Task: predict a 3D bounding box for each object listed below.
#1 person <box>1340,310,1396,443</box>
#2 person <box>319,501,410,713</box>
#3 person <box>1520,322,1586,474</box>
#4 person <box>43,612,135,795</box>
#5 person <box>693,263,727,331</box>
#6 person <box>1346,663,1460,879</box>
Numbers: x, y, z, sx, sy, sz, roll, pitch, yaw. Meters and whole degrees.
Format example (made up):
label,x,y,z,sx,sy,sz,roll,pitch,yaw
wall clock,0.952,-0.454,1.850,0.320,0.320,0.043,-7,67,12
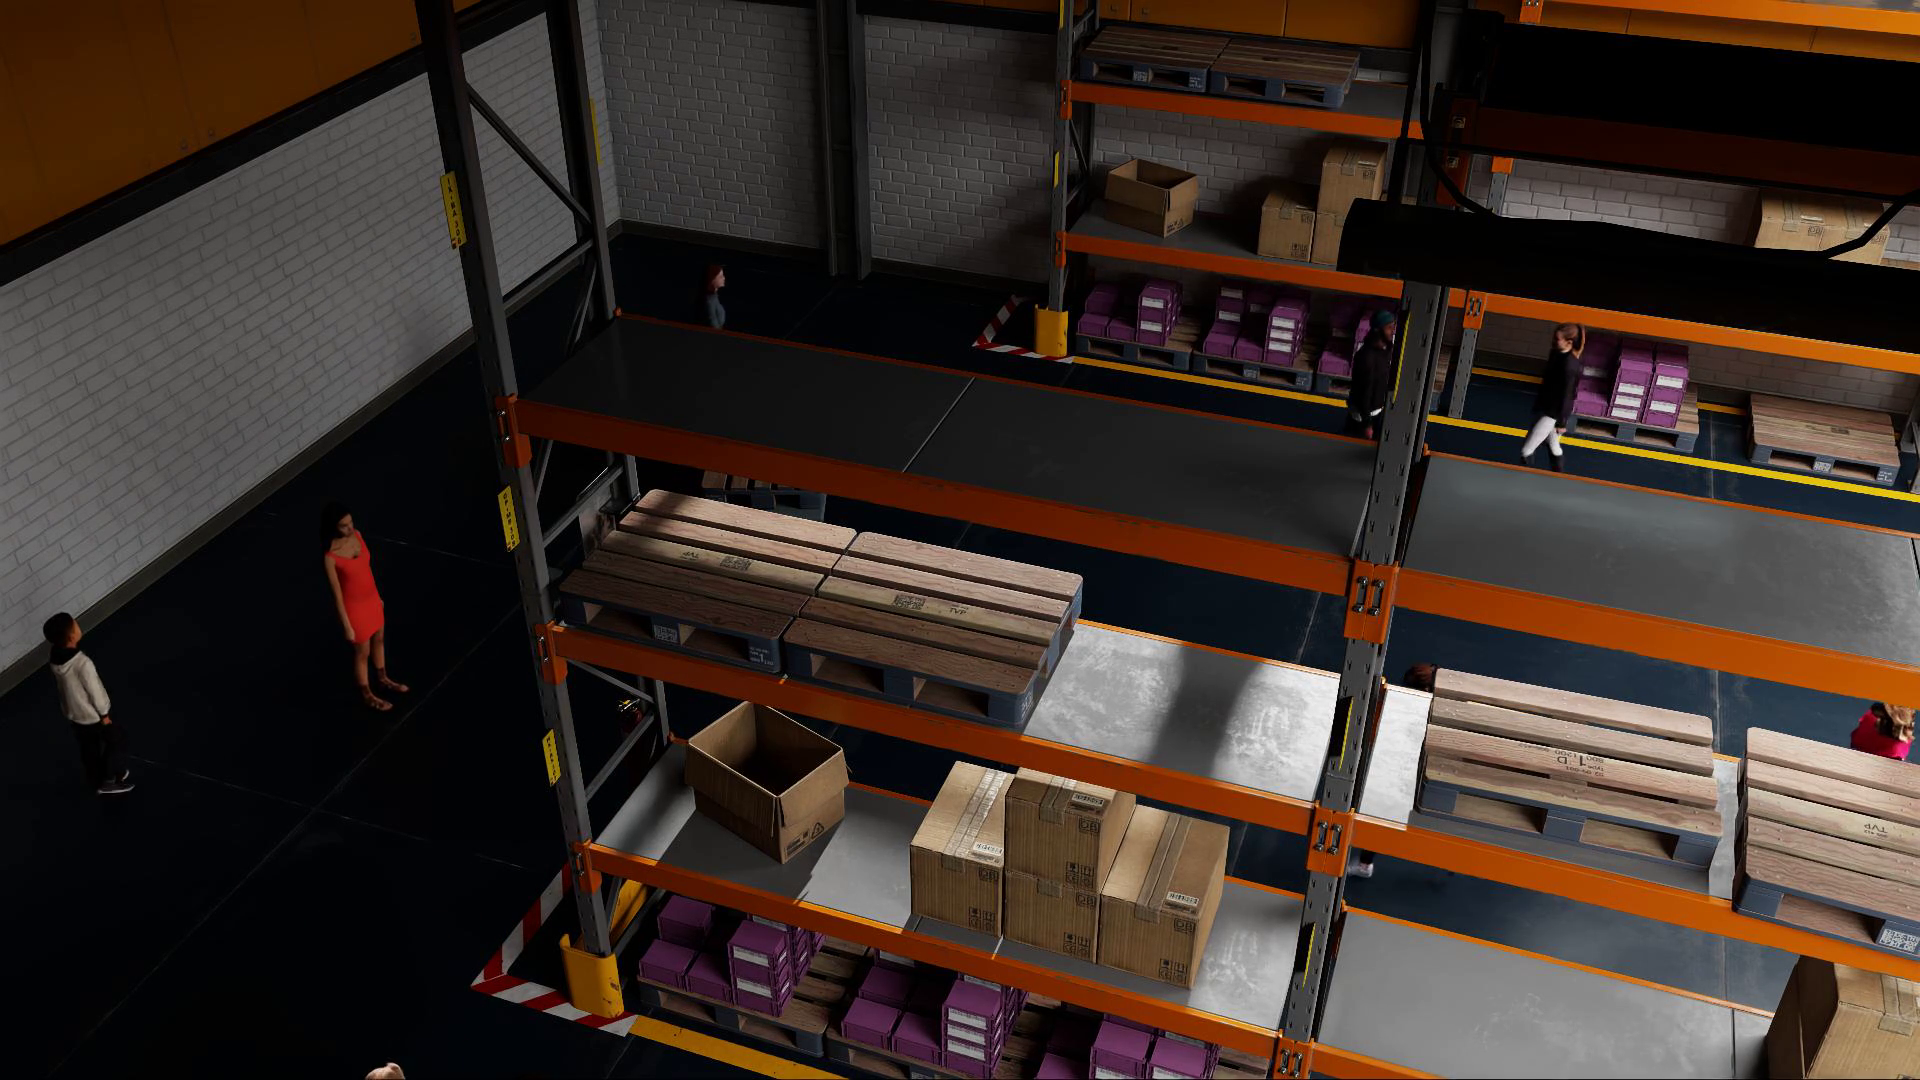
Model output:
label,x,y,z,sx,sy,sz,roll,pitch,yaw
person,3.391,-1.145,14.198,1.305,1.773,0.965,25,41,32
person,-4.290,0.463,11.828,0.555,1.718,0.611,8,34,12
person,5.107,-1.044,14.106,0.906,1.707,0.747,3,34,5
person,-5.861,1.146,11.049,0.491,1.444,0.662,14,36,20
person,-2.315,-1.681,15.042,0.768,1.731,0.709,-2,34,-3
person,2.847,1.475,10.307,1.171,1.717,0.809,1,34,2
